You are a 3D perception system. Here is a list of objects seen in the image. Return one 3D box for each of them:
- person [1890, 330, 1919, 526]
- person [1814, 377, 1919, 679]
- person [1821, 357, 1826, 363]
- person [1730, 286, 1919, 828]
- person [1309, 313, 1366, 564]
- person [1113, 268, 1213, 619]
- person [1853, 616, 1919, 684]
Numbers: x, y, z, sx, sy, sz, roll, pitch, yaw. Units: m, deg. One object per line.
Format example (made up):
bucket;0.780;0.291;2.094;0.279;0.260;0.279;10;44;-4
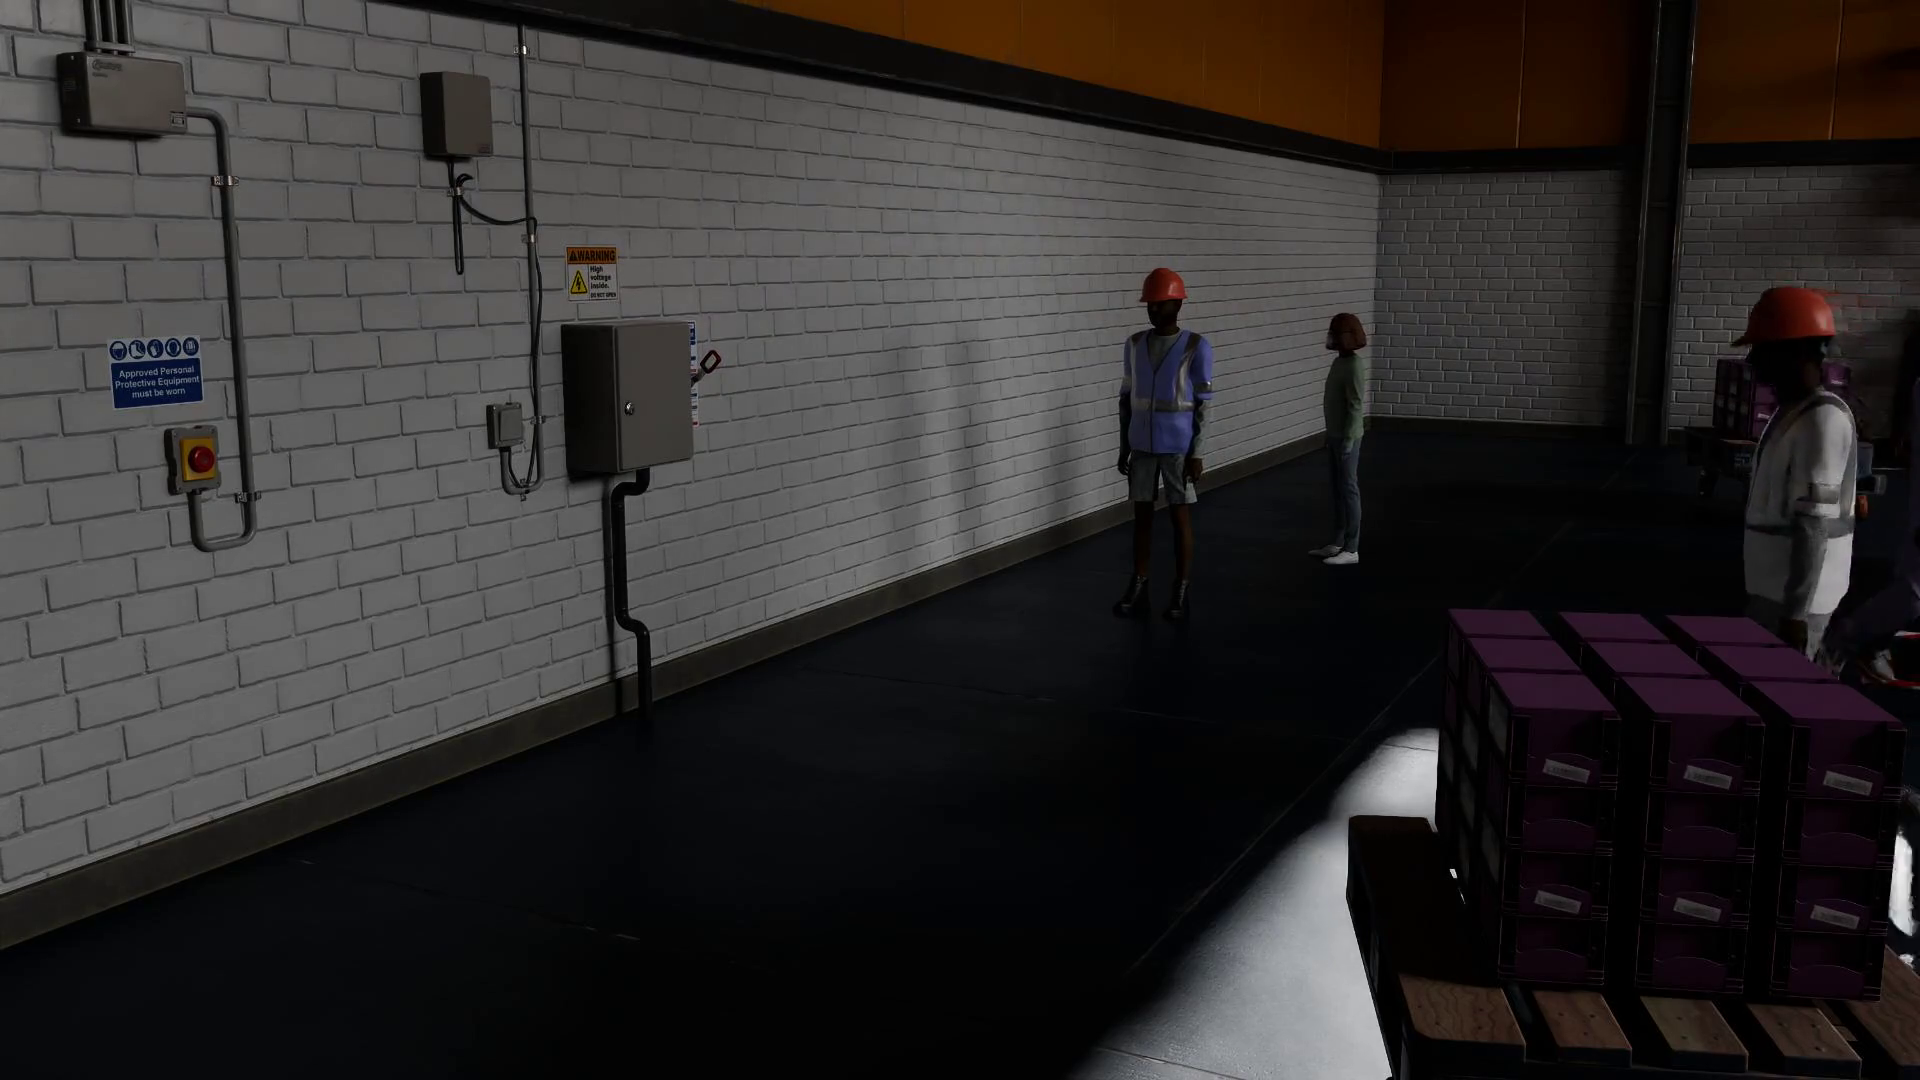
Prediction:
person;5.901;-0.645;9.927;0.620;1.945;1.030;6;11;31
person;4.241;-0.131;7.175;0.670;1.863;0.881;-5;11;-27
person;7.466;-1.321;14.700;0.271;1.631;0.507;1;10;8
person;2.740;0.149;5.362;0.577;1.919;0.556;2;10;14
person;2.489;-0.652;10.870;0.344;1.640;0.506;-1;10;-3
person;1.117;-0.529;9.239;0.542;1.938;0.357;6;11;30
person;4.428;-0.229;7.439;0.663;1.960;0.601;-8;13;-39
